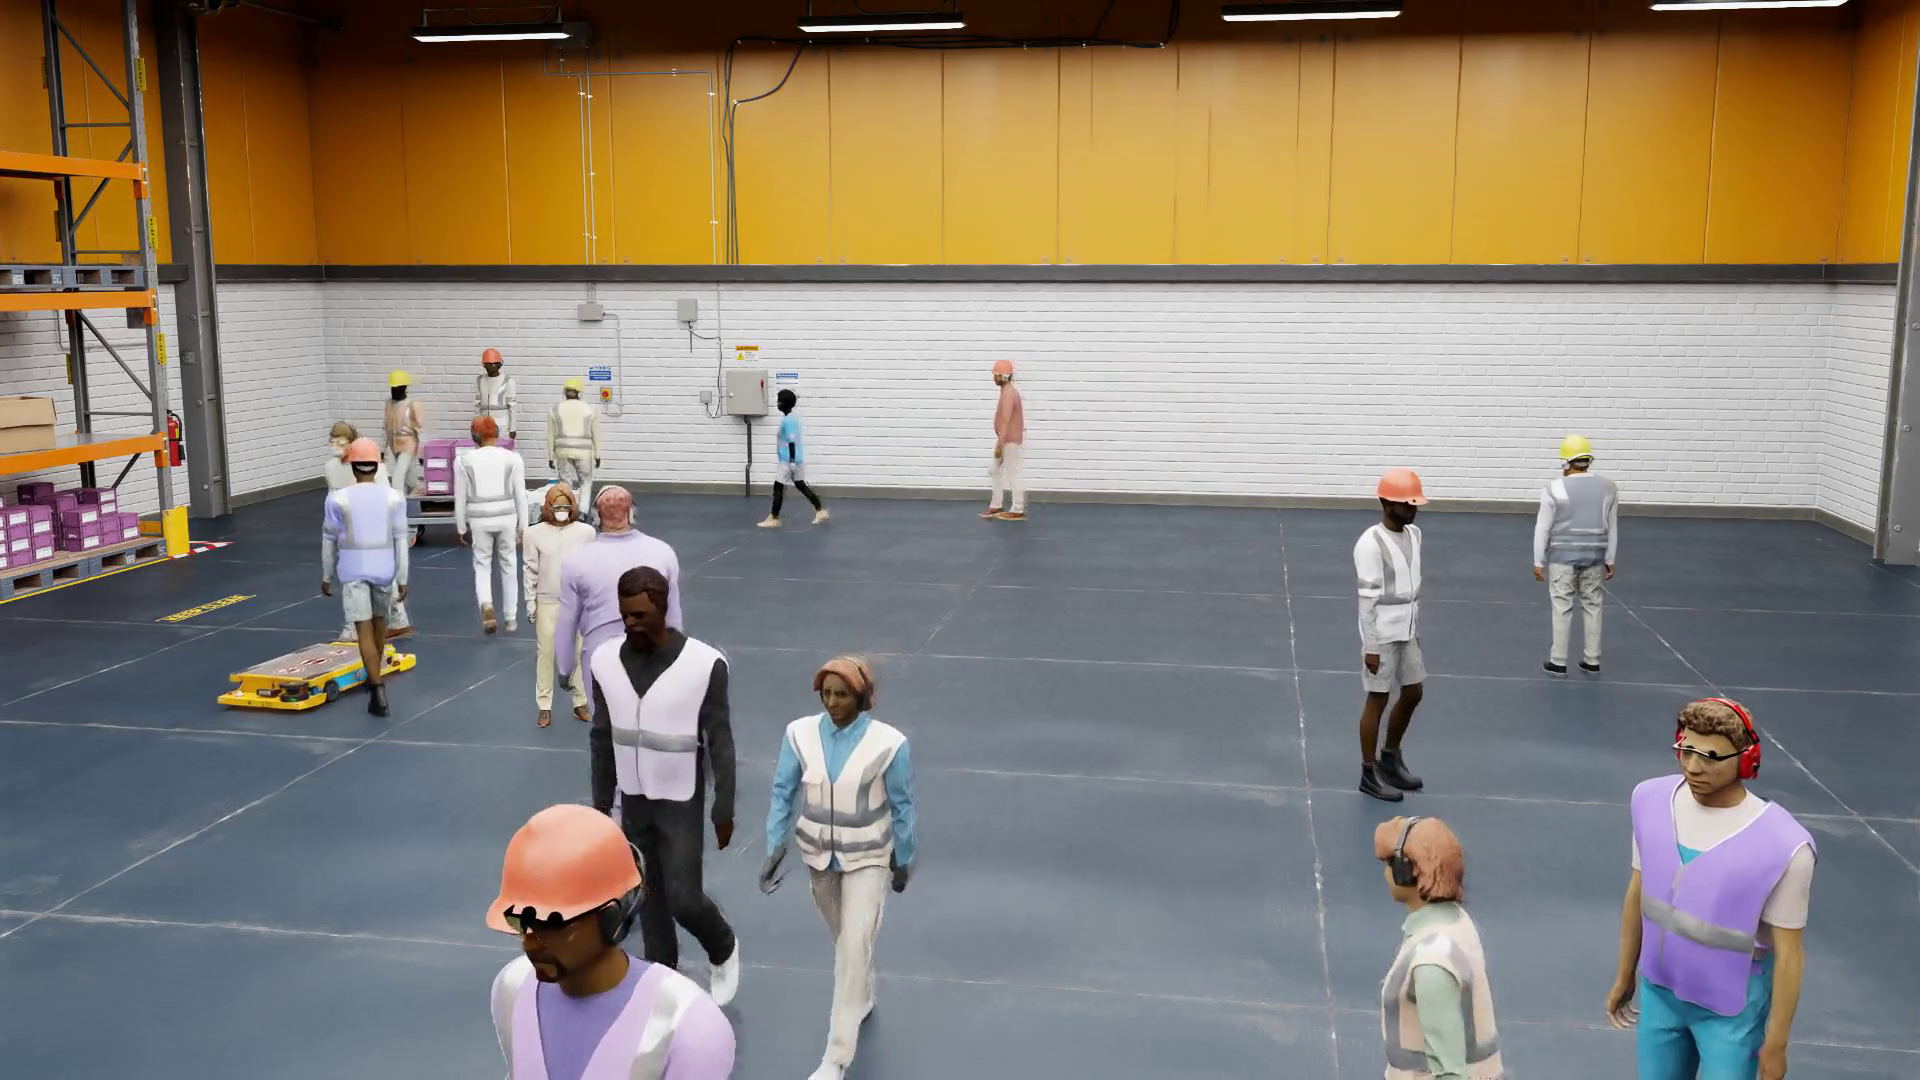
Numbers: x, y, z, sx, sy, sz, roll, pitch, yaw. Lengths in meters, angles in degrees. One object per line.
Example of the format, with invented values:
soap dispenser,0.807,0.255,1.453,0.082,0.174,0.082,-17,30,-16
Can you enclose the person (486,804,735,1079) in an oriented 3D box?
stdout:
person,-0.734,1.507,3.386,0.631,1.987,1.045,4,10,25

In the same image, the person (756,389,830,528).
person,-1.963,-0.967,19.750,0.853,1.663,0.539,0,9,0

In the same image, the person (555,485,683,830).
person,-1.892,0.635,9.081,0.673,1.887,0.656,-5,11,-29

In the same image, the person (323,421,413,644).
person,-4.770,-0.016,13.185,0.707,1.857,1.071,6,11,34

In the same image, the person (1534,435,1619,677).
person,4.602,0.127,12.462,0.605,1.826,0.403,0,9,-3

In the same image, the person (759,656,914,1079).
person,-0.461,1.232,6.313,0.529,1.595,0.875,3,10,20

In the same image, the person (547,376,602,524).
person,-4.548,-1.022,19.627,0.633,1.805,0.442,-1,9,-8

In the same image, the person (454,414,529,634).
person,-3.895,-0.117,13.870,0.600,1.864,0.657,-3,10,-17

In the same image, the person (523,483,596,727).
person,-2.672,0.430,11.163,0.499,1.632,0.280,-4,10,-23

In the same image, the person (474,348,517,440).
person,-6.187,-1.534,22.131,0.609,2.035,0.417,3,10,18

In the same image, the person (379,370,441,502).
person,-6.610,-1.113,19.965,0.592,1.889,0.922,7,11,37

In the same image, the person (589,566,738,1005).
person,-1.172,1.025,6.625,0.609,1.902,0.480,4,10,21

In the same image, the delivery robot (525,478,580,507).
delivery robot,-4.870,-0.497,19.957,0.707,0.478,0.477,-3,9,-16

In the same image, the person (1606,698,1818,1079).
person,2.188,1.346,4.864,0.384,1.836,0.567,-5,10,-27

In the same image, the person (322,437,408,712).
person,-4.140,0.225,11.642,0.555,1.892,0.985,-6,11,-32

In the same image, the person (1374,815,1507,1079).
person,1.287,1.529,4.391,0.472,1.610,0.533,4,10,24

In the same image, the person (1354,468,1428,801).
person,2.490,0.539,9.561,0.574,1.928,0.392,-8,12,-42

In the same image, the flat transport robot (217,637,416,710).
flat transport robot,-4.648,0.958,12.100,0.652,0.197,1.431,2,9,14

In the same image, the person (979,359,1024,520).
person,0.469,-1.209,20.263,0.706,1.970,0.653,0,9,0
